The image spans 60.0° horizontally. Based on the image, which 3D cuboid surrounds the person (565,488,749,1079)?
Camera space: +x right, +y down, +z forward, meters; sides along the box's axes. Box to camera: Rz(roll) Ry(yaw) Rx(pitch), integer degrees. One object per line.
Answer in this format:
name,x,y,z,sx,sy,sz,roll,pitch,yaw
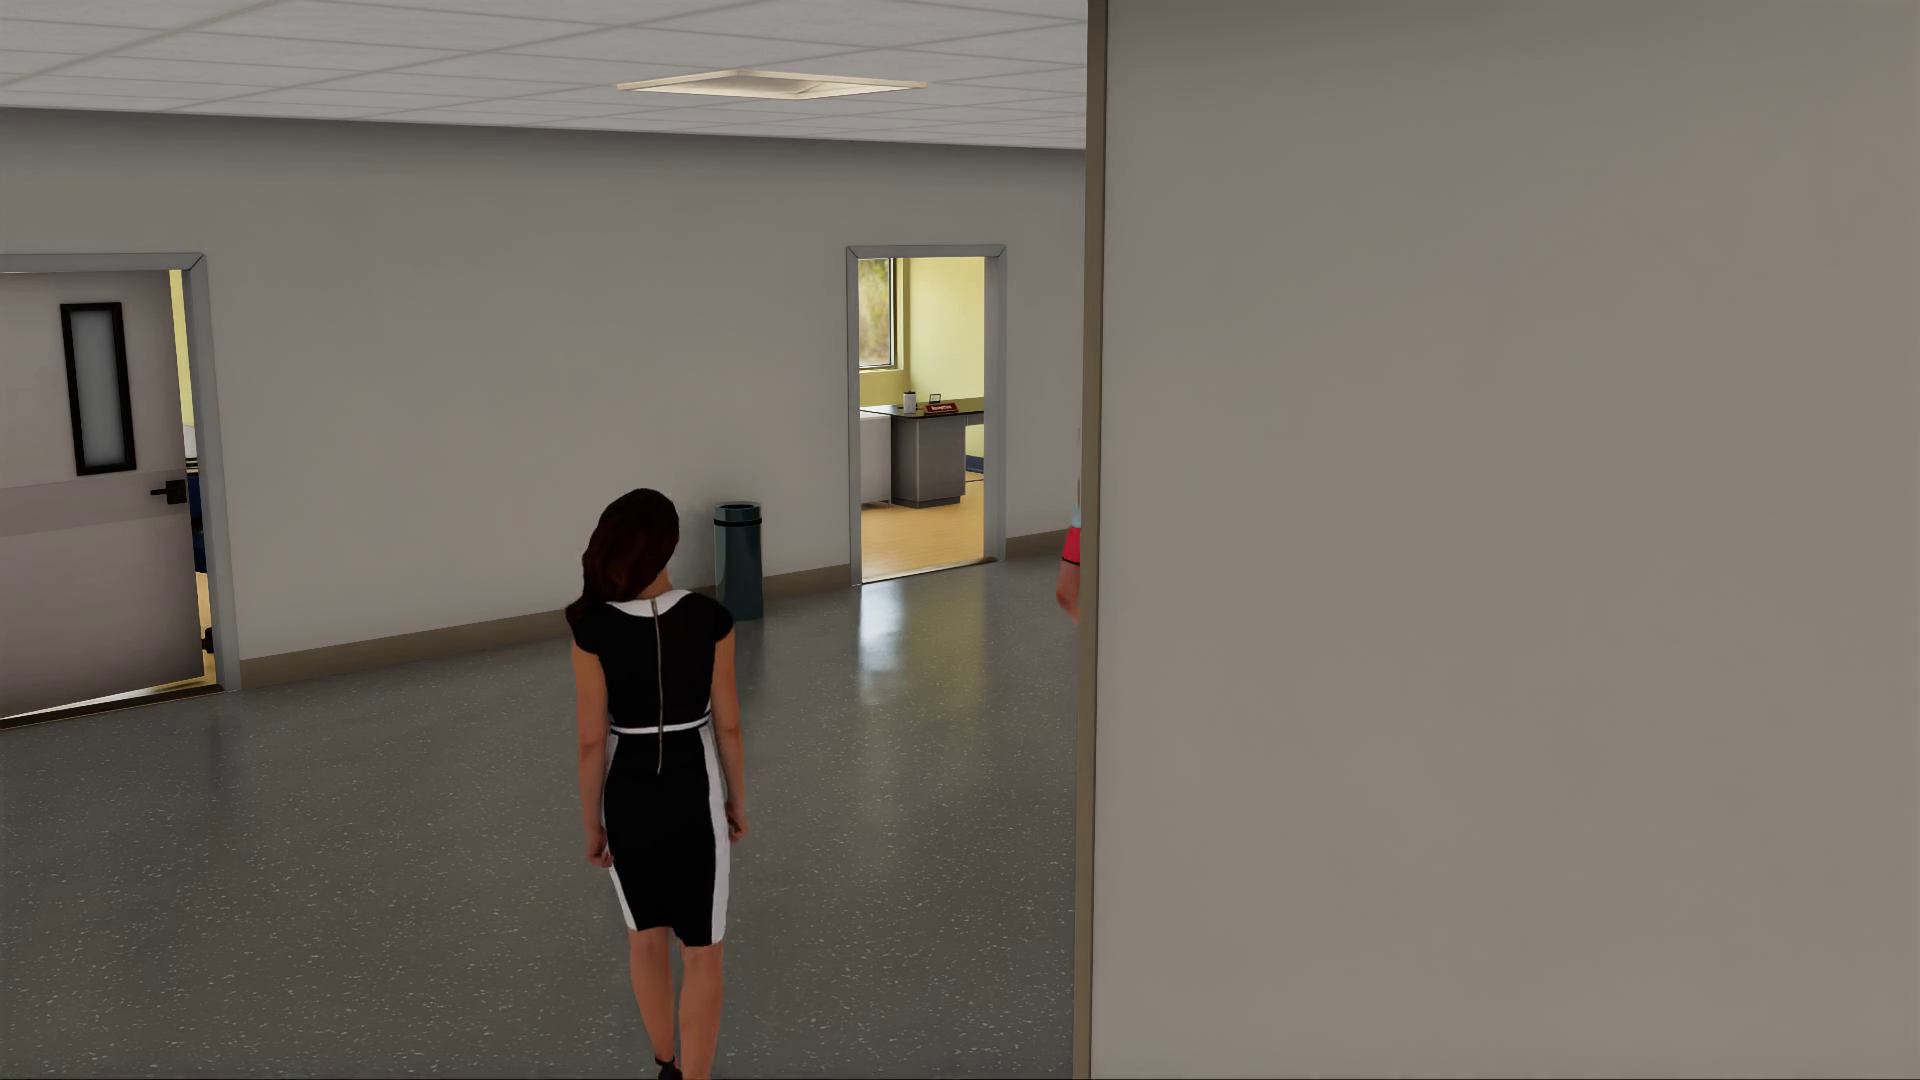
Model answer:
person,-0.747,0.774,4.272,1.085,1.775,1.009,-2,11,-10
